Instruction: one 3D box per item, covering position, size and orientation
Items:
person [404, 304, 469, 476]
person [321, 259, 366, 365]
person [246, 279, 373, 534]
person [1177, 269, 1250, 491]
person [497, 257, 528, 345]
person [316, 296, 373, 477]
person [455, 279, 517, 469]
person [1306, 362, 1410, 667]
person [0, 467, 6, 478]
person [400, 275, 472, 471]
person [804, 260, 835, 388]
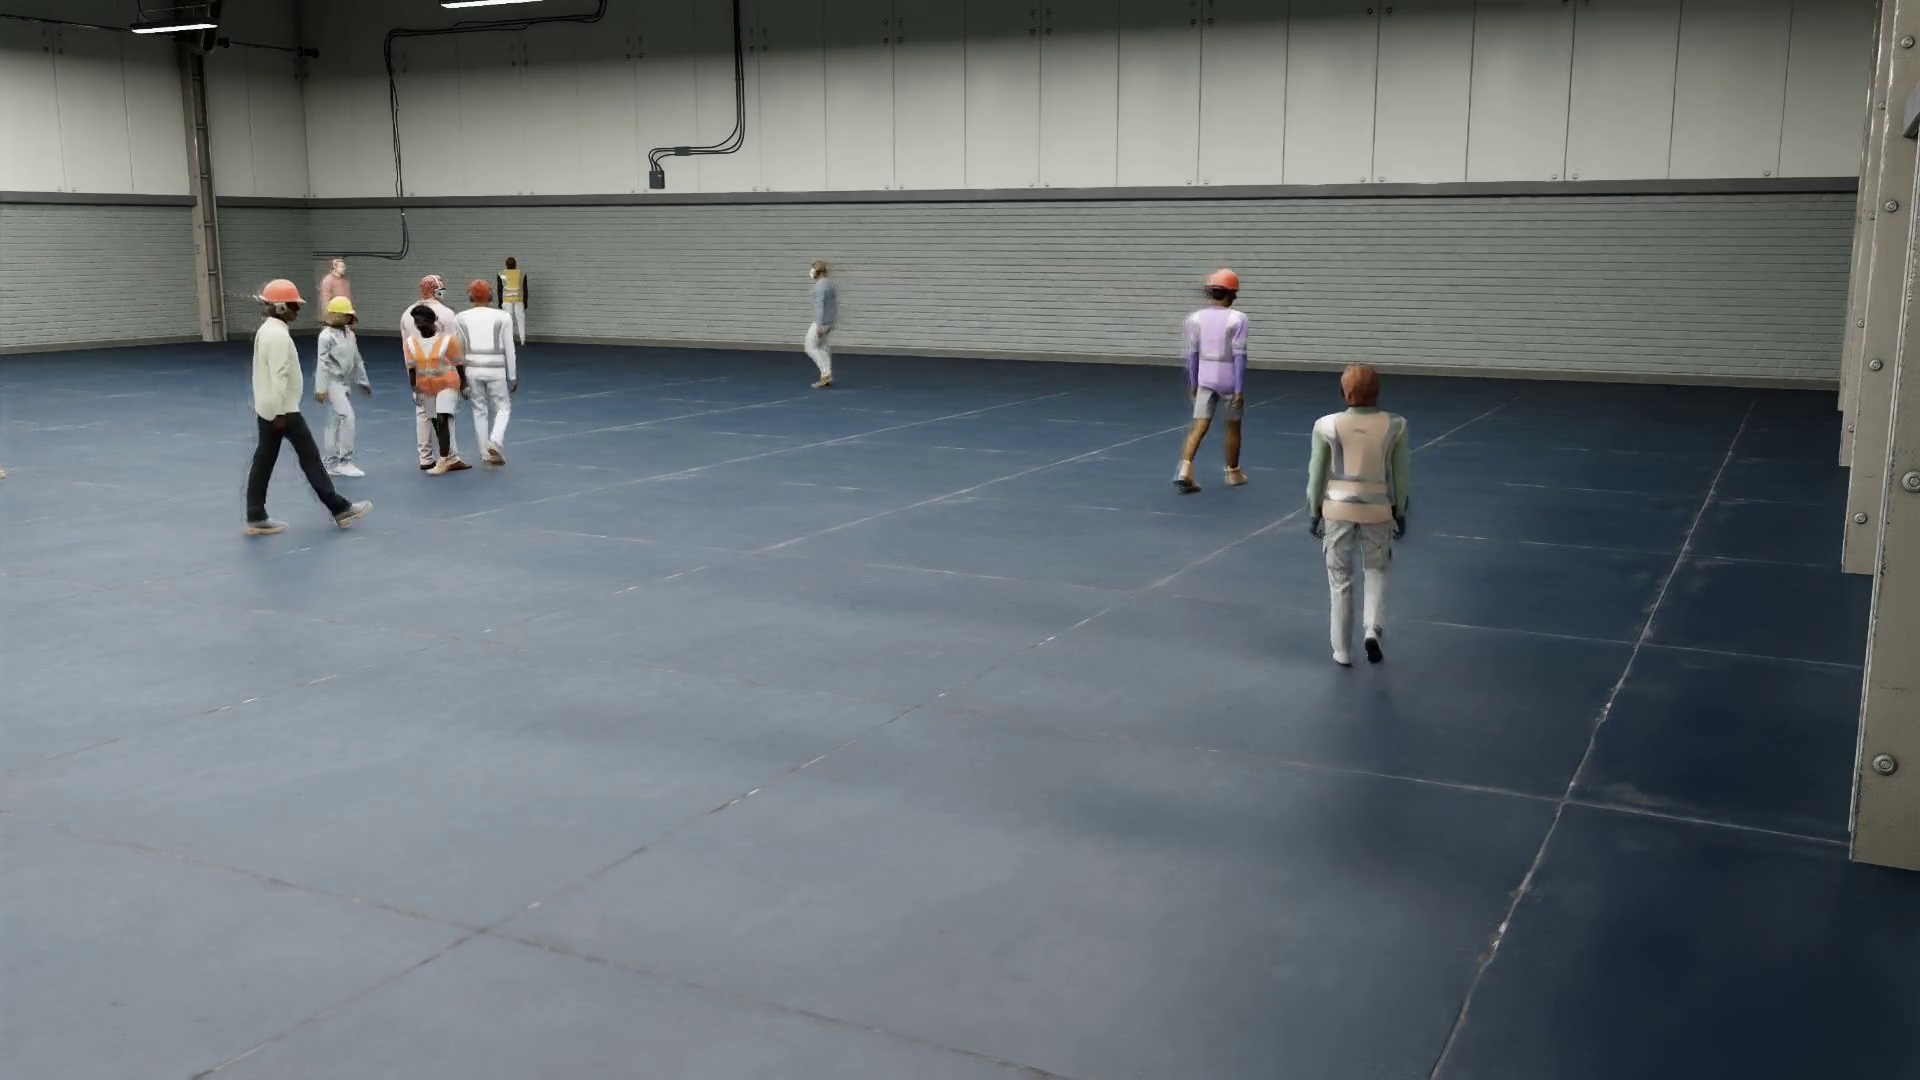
[{"bbox_3d":[-5.051,-1.470,16.137,0.527,1.644,0.732,2,11,9],"label":"person"},{"bbox_3d":[-10.572,-3.890,28.691,0.878,1.872,0.673,2,11,11],"label":"person"},{"bbox_3d":[-5.133,-1.032,12.906,0.981,1.946,0.652,-7,13,-34],"label":"person"},{"bbox_3d":[2.294,-1.433,14.973,0.621,2.006,1.012,8,13,38],"label":"person"},{"bbox_3d":[-9.383,-5.007,34.891,0.634,1.841,0.429,-5,11,-23],"label":"person"},{"bbox_3d":[-5.865,-1.455,15.851,0.616,1.712,0.515,2,11,9],"label":"person"},{"bbox_3d":[-4.646,-1.610,16.277,0.593,1.872,0.464,-1,10,-5],"label":"person"},{"bbox_3d":[2.101,-0.123,8.818,0.534,1.626,0.364,1,10,6],"label":"person"},{"bbox_3d":[-9.310,-1.571,15.736,0.397,1.992,0.621,-6,12,-31],"label":"person"},{"bbox_3d":[-5.121,-1.629,16.290,0.637,1.911,0.403,4,11,23],"label":"person"},{"bbox_3d":[-2.110,-3.224,24.944,0.448,1.919,0.649,1,10,6],"label":"person"}]
